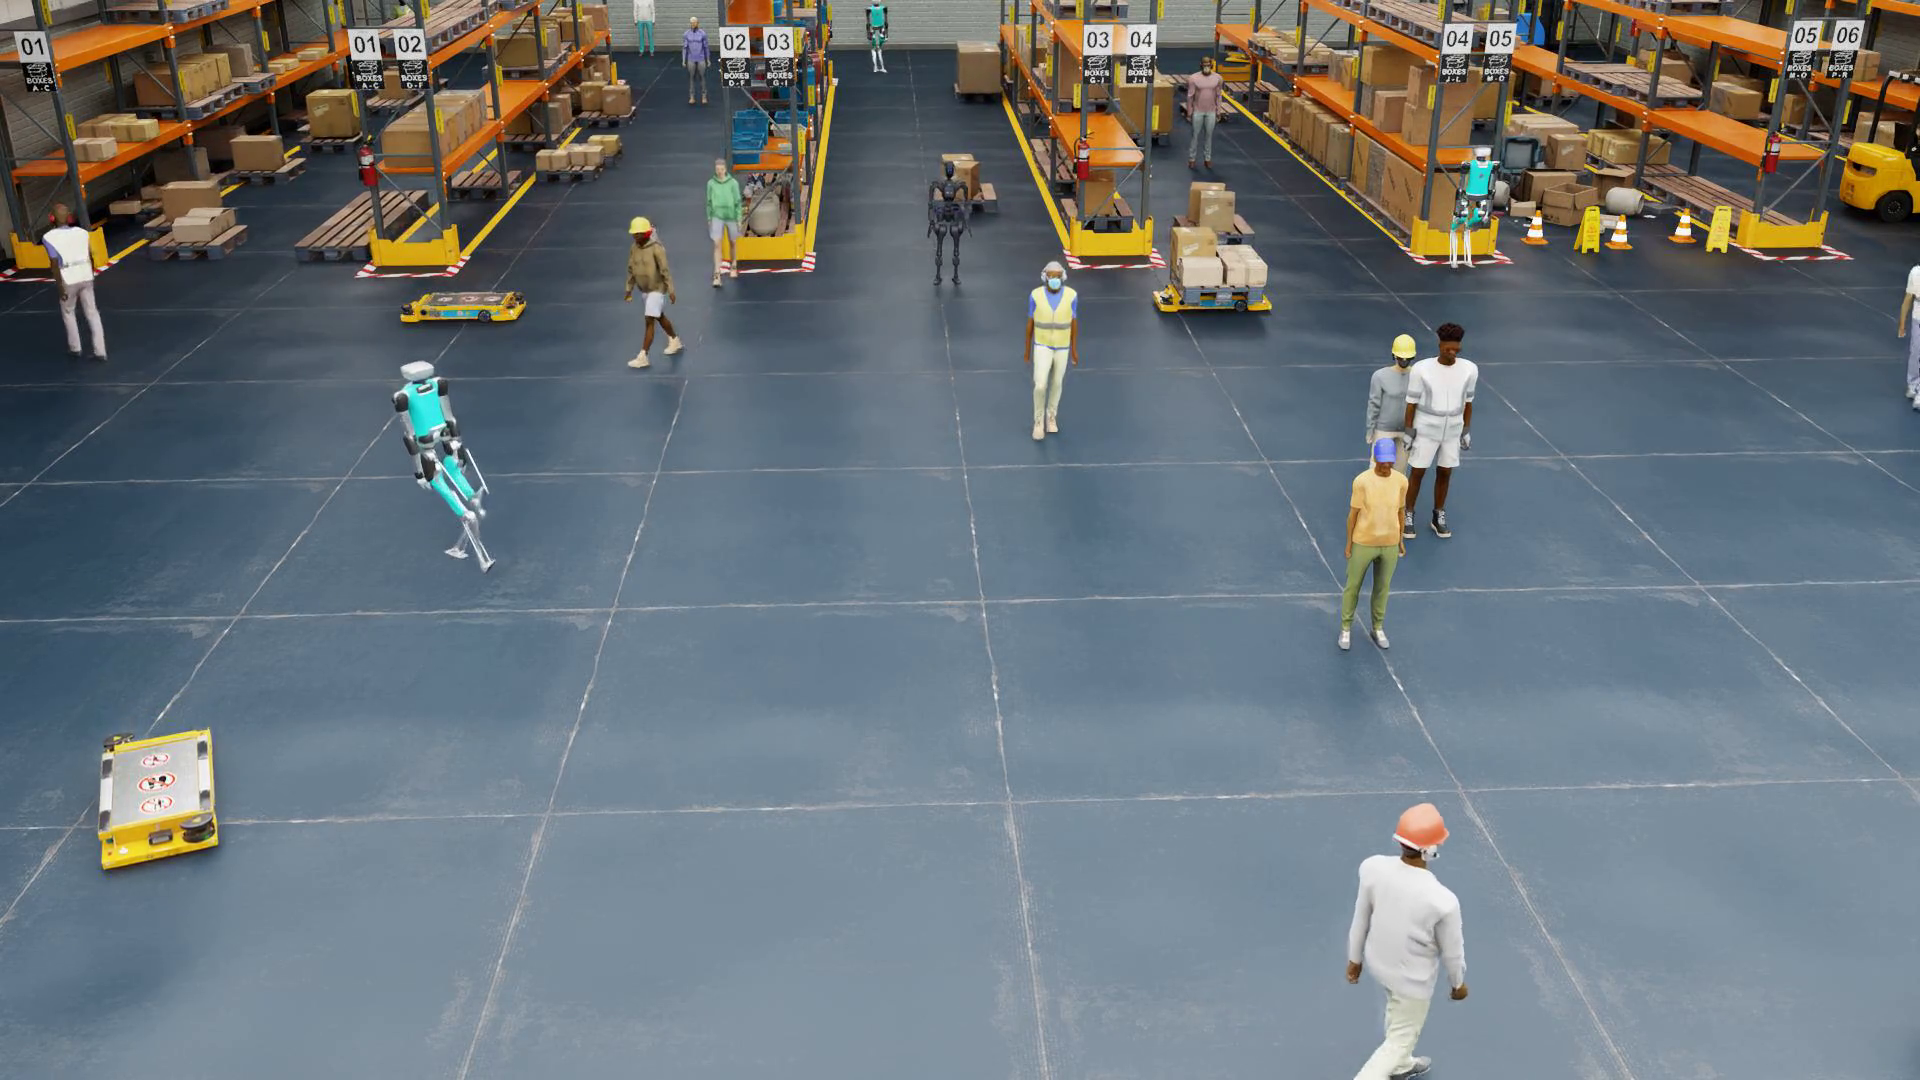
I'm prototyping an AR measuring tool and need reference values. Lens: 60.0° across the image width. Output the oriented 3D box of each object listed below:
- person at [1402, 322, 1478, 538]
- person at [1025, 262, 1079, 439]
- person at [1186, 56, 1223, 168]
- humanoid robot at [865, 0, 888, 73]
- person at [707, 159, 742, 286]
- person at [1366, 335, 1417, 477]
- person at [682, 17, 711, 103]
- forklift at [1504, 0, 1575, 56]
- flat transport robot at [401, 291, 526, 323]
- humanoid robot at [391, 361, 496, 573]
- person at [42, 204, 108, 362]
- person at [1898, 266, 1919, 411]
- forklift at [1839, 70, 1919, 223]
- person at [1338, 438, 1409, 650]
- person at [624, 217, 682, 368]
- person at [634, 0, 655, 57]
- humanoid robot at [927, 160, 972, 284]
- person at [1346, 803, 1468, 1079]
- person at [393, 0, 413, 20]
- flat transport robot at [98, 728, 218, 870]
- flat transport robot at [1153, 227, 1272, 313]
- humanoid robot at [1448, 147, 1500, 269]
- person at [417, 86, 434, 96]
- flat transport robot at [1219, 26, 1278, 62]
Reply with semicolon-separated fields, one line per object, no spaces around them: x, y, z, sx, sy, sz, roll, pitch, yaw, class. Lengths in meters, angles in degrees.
4.178;-0.957;14.538;0.613;1.962;0.361;-1;24;-3;person
0.934;-1.933;16.879;0.527;1.851;0.660;-2;24;-5;person
4.312;-7.559;29.407;0.637;1.937;0.357;-1;24;-3;person
-2.021;-12.037;39.728;0.602;1.780;0.840;-7;25;-16;humanoid robot
-3.155;-4.290;22.366;0.486;1.679;0.898;-1;24;-2;person
3.884;-0.980;14.833;0.534;1.767;0.314;-1;24;-3;person
-5.666;-10.313;35.764;0.609;1.797;0.380;-1;24;-3;person
14.700;-13.805;42.301;1.873;2.768;1.129;-1;24;-2;forklift
-6.295;-2.951;21.104;1.431;0.231;0.659;-1;24;-2;flat transport robot
-4.223;-0.564;14.015;0.942;1.809;0.555;15;28;30;humanoid robot
-10.269;-2.980;19.296;0.802;1.781;0.583;15;28;29;person
10.355;-2.299;17.755;0.594;1.792;0.958;16;28;31;person
15.132;-6.143;25.915;2.313;2.155;1.214;-1;24;-2;forklift
3.153;0.037;12.604;0.462;1.715;0.357;-1;24;-3;person
-3.567;-2.906;19.230;0.549;1.710;0.923;15;28;31;person
-8.022;-13.210;42.312;0.534;1.767;0.314;-1;24;-3;person
-0.141;-4.258;22.294;0.599;1.655;0.315;-1;24;-2;humanoid robot
2.108;2.064;8.045;0.796;1.722;0.548;-14;28;-29;person
-13.761;-12.713;41.280;0.541;1.695;0.316;-1;24;-3;person
-5.208;1.629;10.811;0.659;0.231;1.431;-10;26;-22;flat transport robot
3.261;-3.139;21.526;1.431;0.231;0.659;-1;24;-2;flat transport robot
6.974;-4.584;22.803;0.533;1.677;0.735;-1;24;-2;humanoid robot
-11.502;-10.185;35.396;0.535;1.861;0.381;-1;24;-3;person
7.255;-12.230;41.953;0.659;0.231;1.431;12;27;26;flat transport robot
